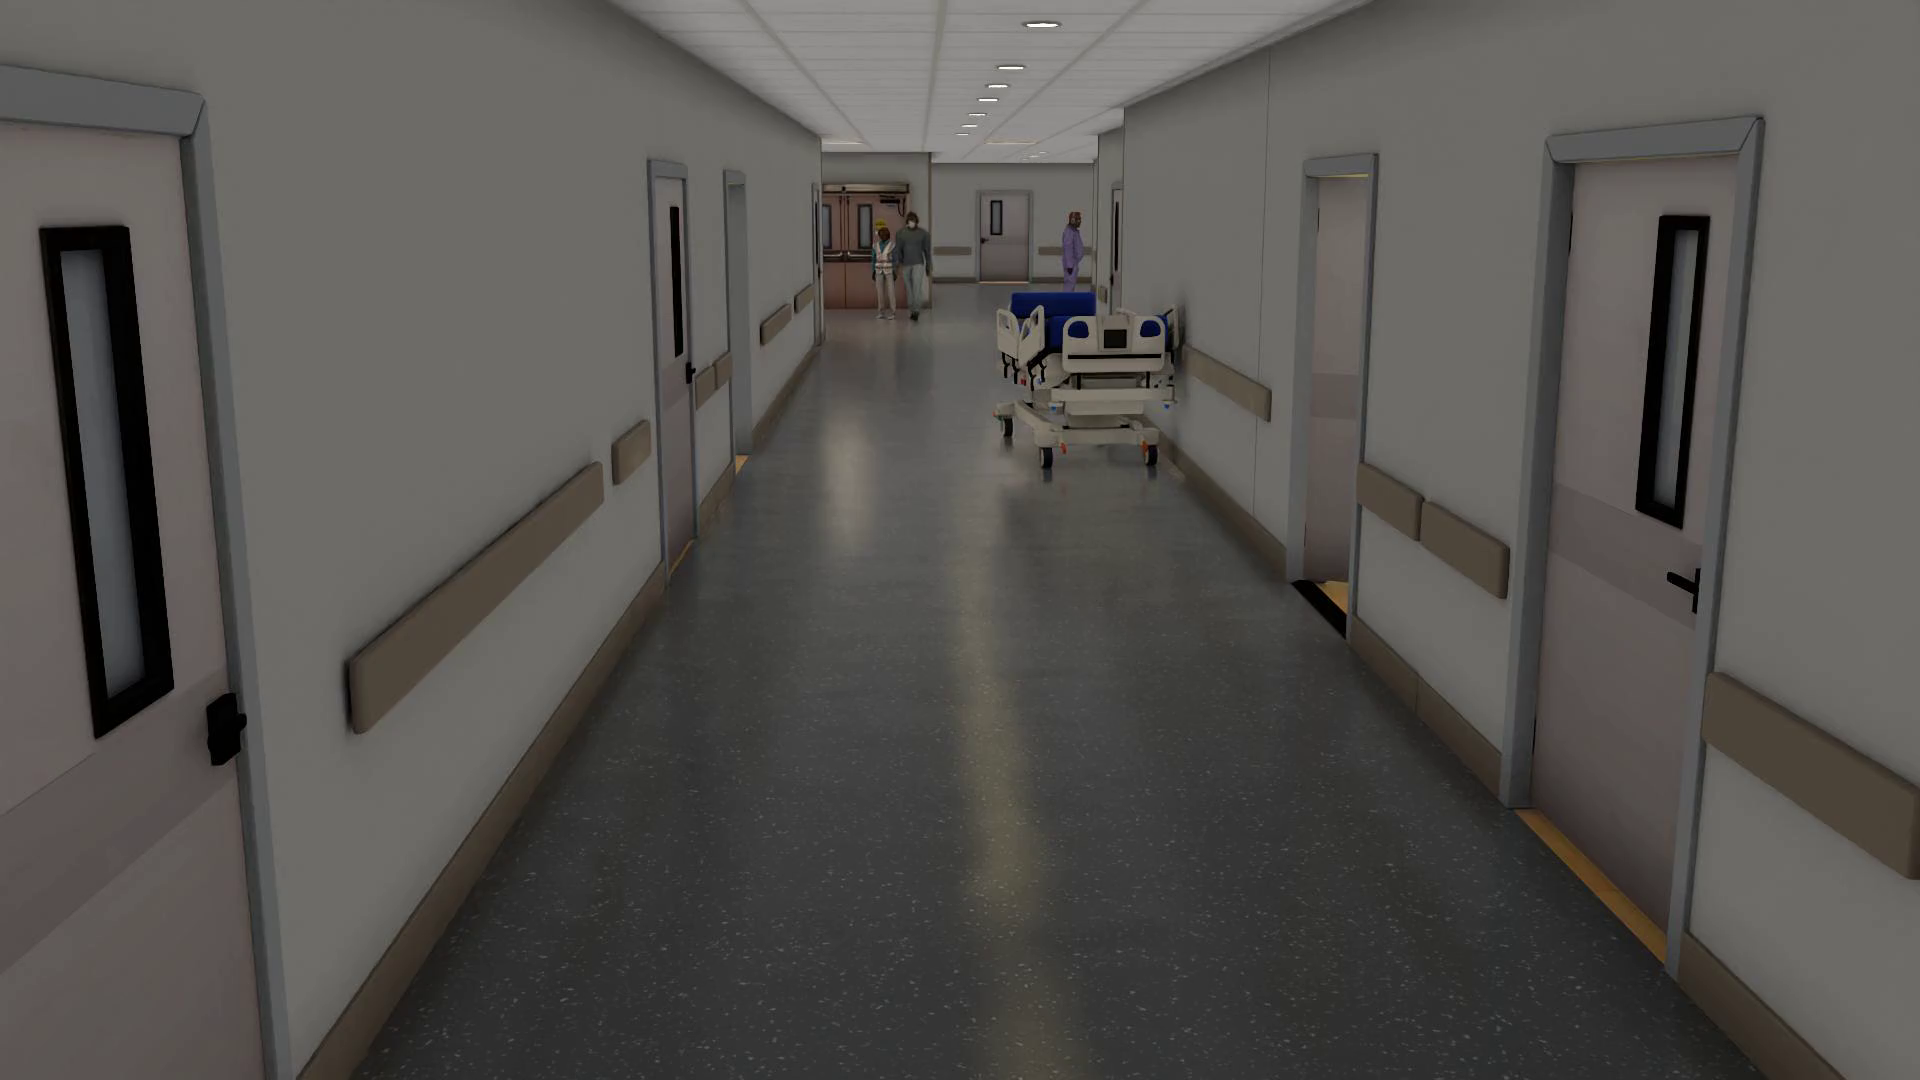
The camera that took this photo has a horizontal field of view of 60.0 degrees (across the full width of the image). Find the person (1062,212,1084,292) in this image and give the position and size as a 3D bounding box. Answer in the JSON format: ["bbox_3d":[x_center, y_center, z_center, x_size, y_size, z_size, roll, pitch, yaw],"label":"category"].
[{"bbox_3d":[2.090,-5.099,30.709,0.398,1.900,0.634,2,12,11],"label":"person"}]

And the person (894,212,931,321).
[{"bbox_3d":[-0.847,-4.797,29.236,0.621,1.885,0.985,2,12,9],"label":"person"}]

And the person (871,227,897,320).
[{"bbox_3d":[-1.334,-4.742,29.606,0.518,1.631,0.319,5,13,22],"label":"person"}]
